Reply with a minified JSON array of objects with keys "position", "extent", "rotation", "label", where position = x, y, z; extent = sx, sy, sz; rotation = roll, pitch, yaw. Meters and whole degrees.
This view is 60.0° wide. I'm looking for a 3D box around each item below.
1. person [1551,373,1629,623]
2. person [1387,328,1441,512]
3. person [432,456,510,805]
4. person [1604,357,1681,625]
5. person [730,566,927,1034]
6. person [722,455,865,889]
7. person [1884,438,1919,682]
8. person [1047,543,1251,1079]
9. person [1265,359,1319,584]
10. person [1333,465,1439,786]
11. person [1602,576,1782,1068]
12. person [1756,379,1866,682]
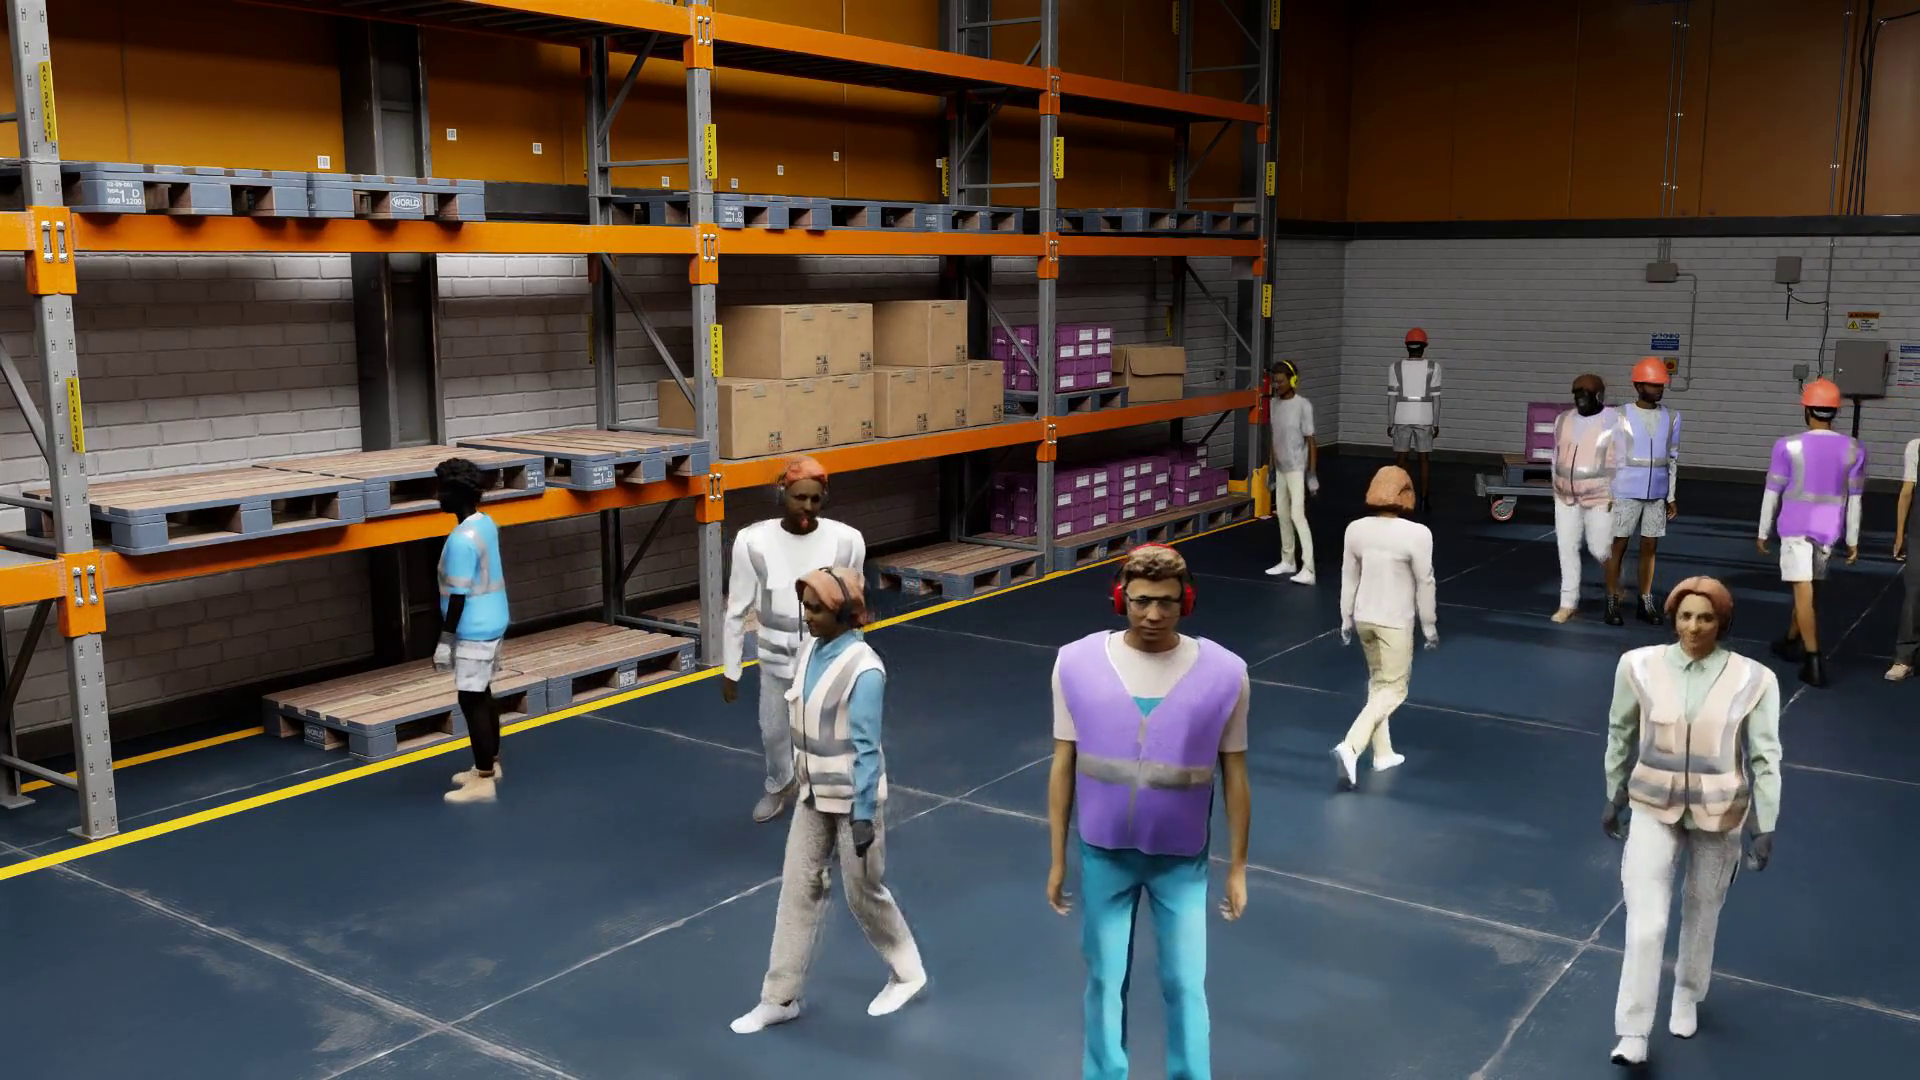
[{"position":[4.638,-0.317,12.200],"extent":[0.706,1.822,0.622],"rotation":[-8,13,-40],"label":"person"},{"position":[4.749,-1.249,17.418],"extent":[0.542,1.927,0.379],"rotation":[3,10,17],"label":"person"},{"position":[-2.366,0.438,8.060],"extent":[0.334,1.695,0.571],"rotation":[-1,10,-4],"label":"person"},{"position":[4.910,-0.343,11.986],"extent":[0.552,1.938,0.357],"rotation":[0,10,-2],"label":"person"},{"position":[-0.419,0.880,5.672],"extent":[0.702,1.613,0.533],"rotation":[-6,12,-34],"label":"person"},{"position":[-0.722,0.503,7.321],"extent":[0.618,1.829,1.025],"rotation":[-1,10,-3],"label":"person"},{"position":[6.053,-0.008,10.269],"extent":[0.506,1.847,0.345],"rotation":[8,13,40],"label":"person"},{"position":[0.550,0.909,4.826],"extent":[0.577,1.840,0.412],"rotation":[2,10,10],"label":"person"},{"position":[2.749,-0.564,13.643],"extent":[0.470,1.837,0.671],"rotation":[-5,11,-27],"label":"person"},{"position":[2.093,0.429,8.361],"extent":[0.686,1.608,0.505],"rotation":[-8,12,-38],"label":"person"},{"position":[2.355,0.925,5.398],"extent":[0.541,1.599,0.807],"rotation":[5,11,26],"label":"person"},{"position":[5.389,-0.073,10.552],"extent":[0.563,1.890,0.980],"rotation":[1,10,7],"label":"person"}]
